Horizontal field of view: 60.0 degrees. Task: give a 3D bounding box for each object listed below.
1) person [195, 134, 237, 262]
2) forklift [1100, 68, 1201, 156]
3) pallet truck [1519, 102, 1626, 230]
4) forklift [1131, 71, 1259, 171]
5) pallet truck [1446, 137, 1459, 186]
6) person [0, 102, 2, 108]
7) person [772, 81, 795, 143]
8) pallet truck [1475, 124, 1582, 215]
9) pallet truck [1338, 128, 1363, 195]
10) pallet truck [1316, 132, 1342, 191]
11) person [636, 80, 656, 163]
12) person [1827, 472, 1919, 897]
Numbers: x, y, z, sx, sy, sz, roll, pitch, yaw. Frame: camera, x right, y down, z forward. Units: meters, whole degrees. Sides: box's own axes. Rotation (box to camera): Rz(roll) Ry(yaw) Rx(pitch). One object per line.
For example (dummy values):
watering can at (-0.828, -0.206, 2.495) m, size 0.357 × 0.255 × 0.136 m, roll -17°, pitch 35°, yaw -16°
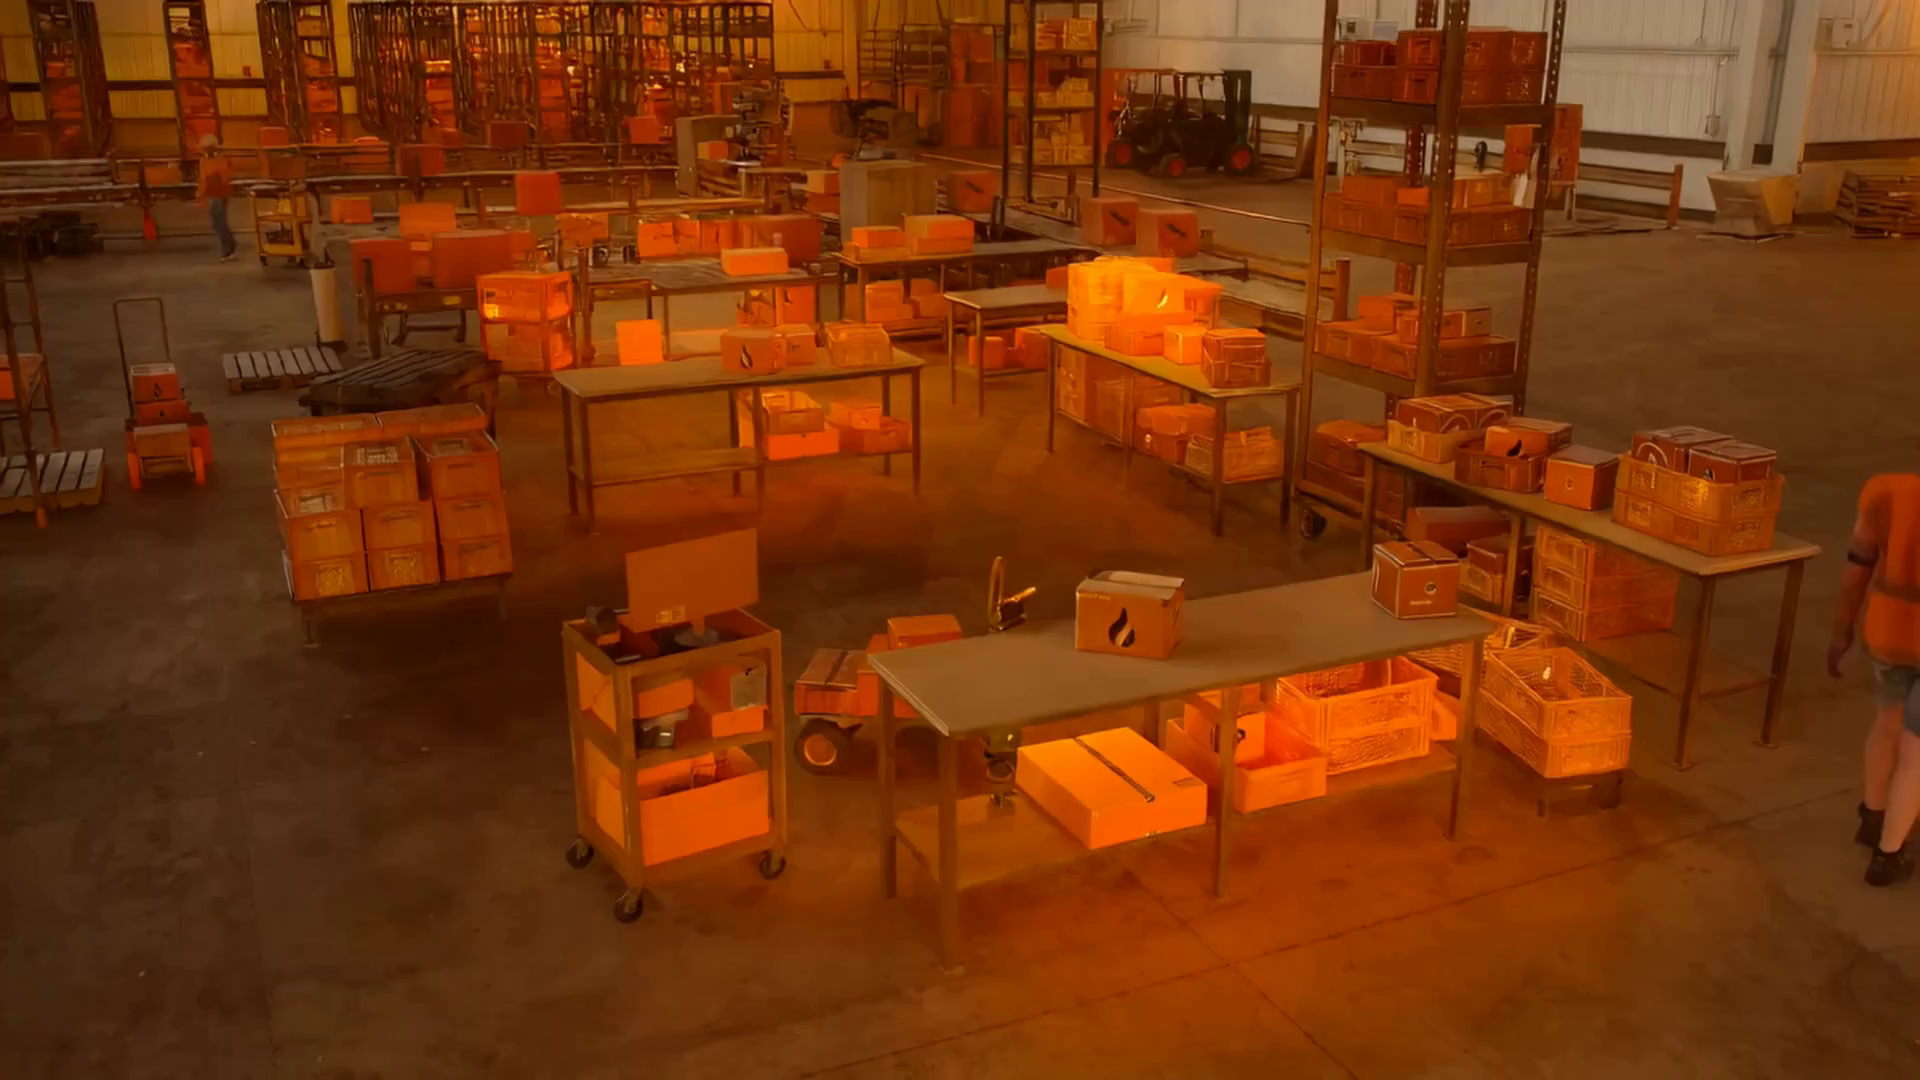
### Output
person at (-10.406, -4.753, 23.159) m, size 0.545 × 1.747 × 0.640 m, roll 11°, pitch 21°, yaw 31°
forklift at (4.082, -9.564, 37.410) m, size 2.680 × 1.987 × 1.157 m, roll -8°, pitch 19°, yaw -23°
pallet truck at (9.972, -6.037, 26.785) m, size 1.885 × 1.965 × 0.823 m, roll -9°, pitch 20°, yaw -25°
forklift at (4.998, -8.936, 35.413) m, size 2.680 × 1.987 × 1.157 m, roll -9°, pitch 20°, yaw -25°
pallet truck at (9.184, -6.485, 29.328) m, size 1.630 × 1.274 × 0.653 m, roll -8°, pitch 19°, yaw -23°
person at (-28.010, -12.815, 48.388) m, size 0.373 × 1.840 × 0.570 m, roll 0°, pitch 18°, yaw 0°
person at (-4.093, -9.671, 38.501) m, size 0.597 × 1.831 × 0.403 m, roll 5°, pitch 18°, yaw 16°
pallet truck at (9.707, -6.455, 28.103) m, size 1.885 × 1.965 × 0.823 m, roll -7°, pitch 19°, yaw -20°
pallet truck at (7.845, -7.140, 31.411) m, size 1.522 × 1.261 × 0.704 m, roll -9°, pitch 20°, yaw -25°
pallet truck at (7.723, -7.504, 32.656) m, size 1.601 × 1.201 × 0.680 m, roll -8°, pitch 19°, yaw -23°
person at (-7.050, -9.339, 37.335) m, size 0.403 × 1.906 × 0.652 m, roll -6°, pitch 19°, yaw -18°
person at (3.776, 0.400, 6.469) m, size 0.605 × 2.018 × 0.647 m, roll -14°, pitch 22°, yaw -37°
